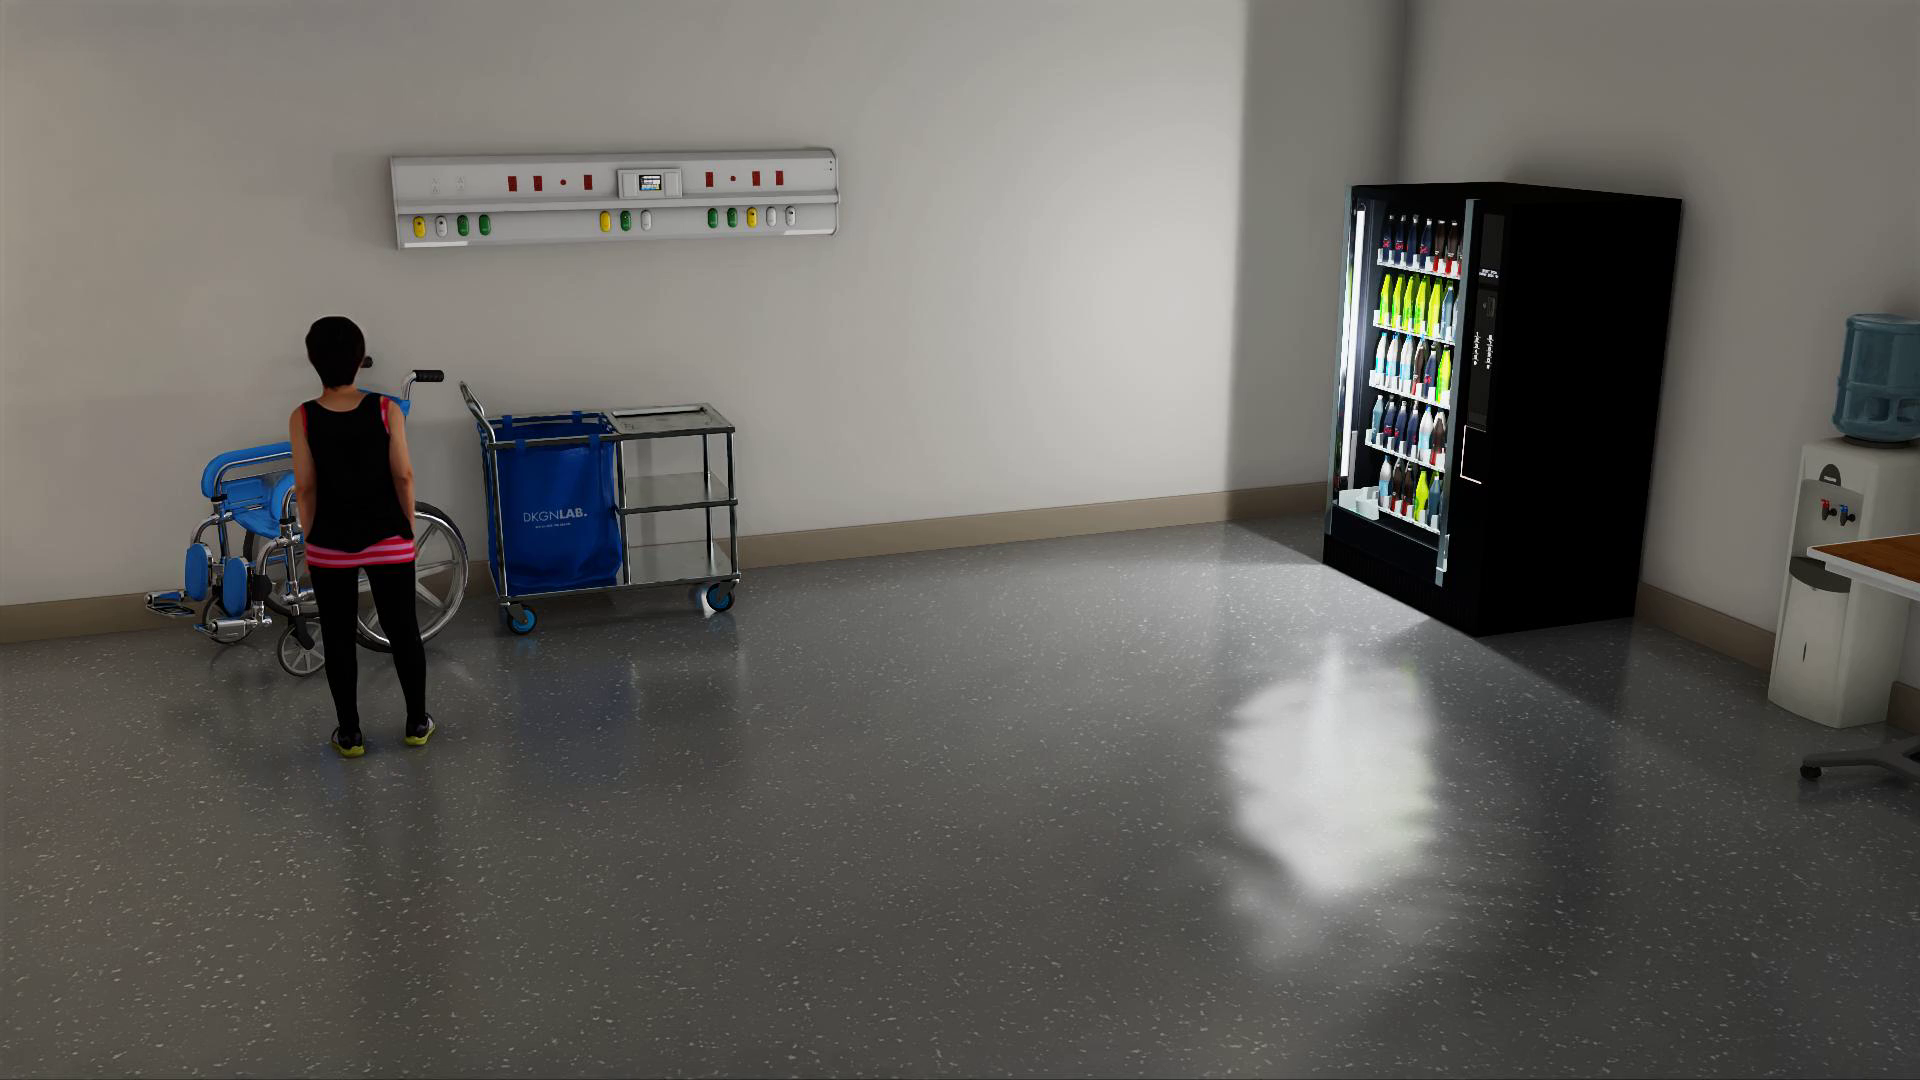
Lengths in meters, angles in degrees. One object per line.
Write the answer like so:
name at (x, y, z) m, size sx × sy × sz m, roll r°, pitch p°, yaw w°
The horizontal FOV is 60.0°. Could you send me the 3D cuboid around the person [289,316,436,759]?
person at (-2.098, -0.012, 5.804) m, size 0.532 × 1.552 × 0.494 m, roll -6°, pitch 17°, yaw -19°
